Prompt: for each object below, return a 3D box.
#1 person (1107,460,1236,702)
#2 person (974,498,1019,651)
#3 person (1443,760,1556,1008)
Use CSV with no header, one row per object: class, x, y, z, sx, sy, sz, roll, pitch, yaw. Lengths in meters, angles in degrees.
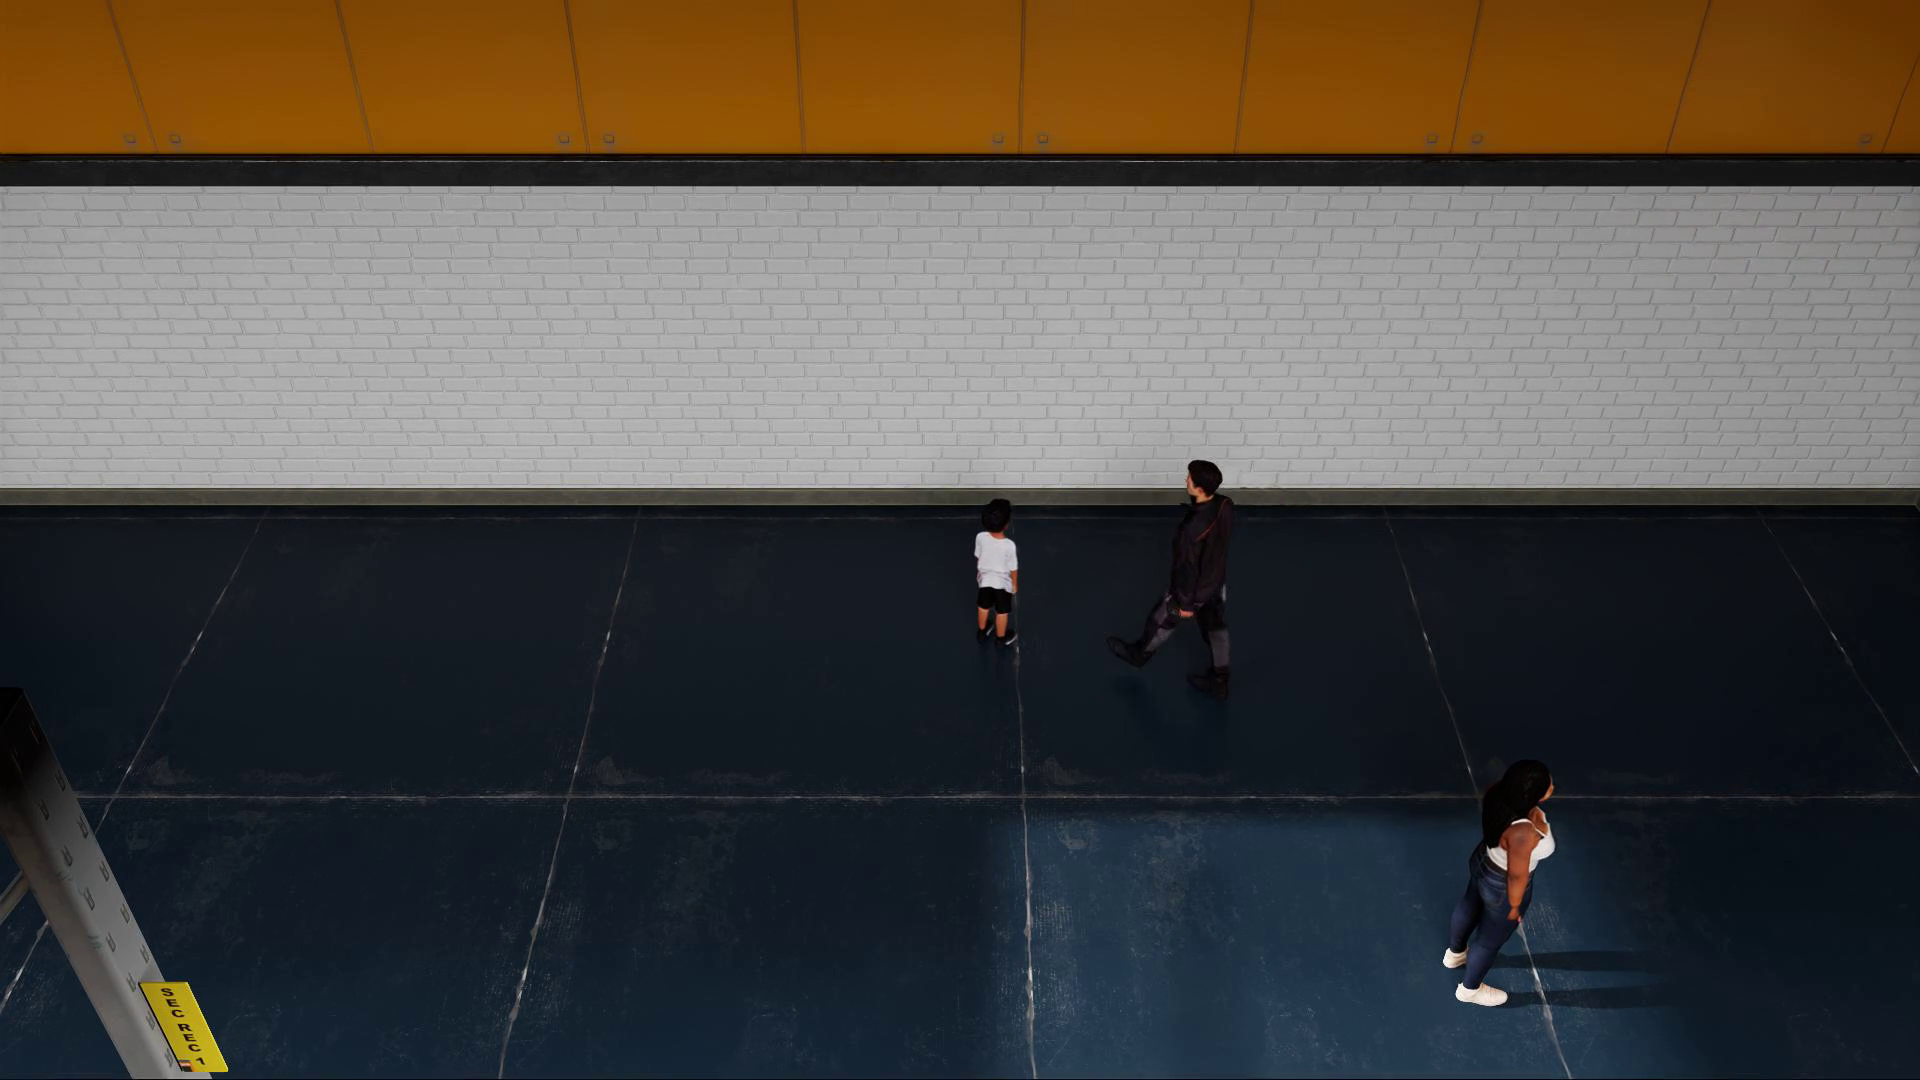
person,1.679,0.318,11.155,1.198,1.910,1.214,25,45,28
person,0.258,0.252,11.761,0.565,1.257,0.601,18,42,21
person,2.995,1.885,9.274,0.699,1.810,0.539,-2,39,-2
